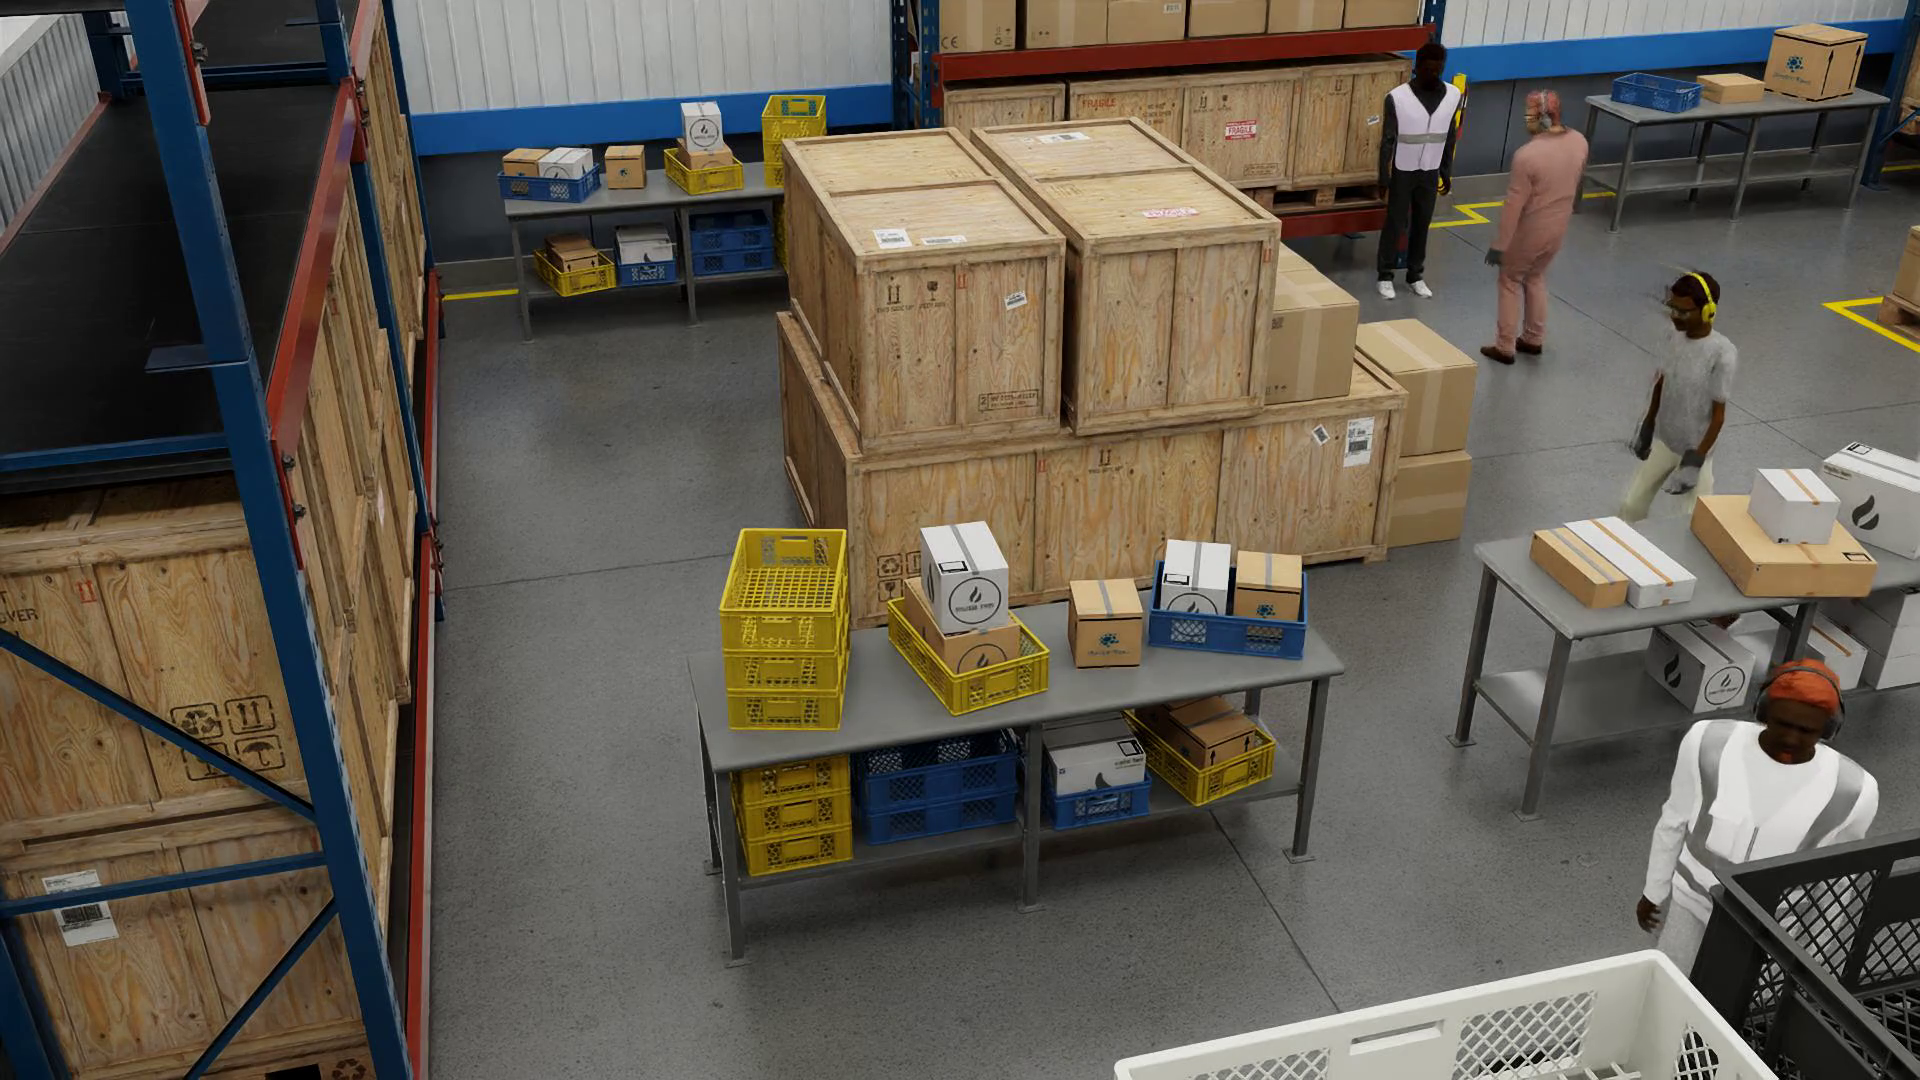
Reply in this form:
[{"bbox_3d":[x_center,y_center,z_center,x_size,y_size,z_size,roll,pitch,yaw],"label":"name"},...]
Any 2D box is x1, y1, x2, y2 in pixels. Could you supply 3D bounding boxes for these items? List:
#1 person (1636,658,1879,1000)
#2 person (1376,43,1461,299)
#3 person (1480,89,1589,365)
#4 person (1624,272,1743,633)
[{"bbox_3d":[2.476,1.180,5.302,0.578,1.879,0.360,18,33,29],"label":"person"},{"bbox_3d":[3.382,-2.742,12.385,0.593,1.909,0.407,-7,30,-12],"label":"person"},{"bbox_3d":[3.850,-2.101,11.240,0.672,1.901,0.428,-17,33,-27],"label":"person"},{"bbox_3d":[3.643,-0.439,8.292,0.529,1.831,0.744,-8,30,-15],"label":"person"}]
